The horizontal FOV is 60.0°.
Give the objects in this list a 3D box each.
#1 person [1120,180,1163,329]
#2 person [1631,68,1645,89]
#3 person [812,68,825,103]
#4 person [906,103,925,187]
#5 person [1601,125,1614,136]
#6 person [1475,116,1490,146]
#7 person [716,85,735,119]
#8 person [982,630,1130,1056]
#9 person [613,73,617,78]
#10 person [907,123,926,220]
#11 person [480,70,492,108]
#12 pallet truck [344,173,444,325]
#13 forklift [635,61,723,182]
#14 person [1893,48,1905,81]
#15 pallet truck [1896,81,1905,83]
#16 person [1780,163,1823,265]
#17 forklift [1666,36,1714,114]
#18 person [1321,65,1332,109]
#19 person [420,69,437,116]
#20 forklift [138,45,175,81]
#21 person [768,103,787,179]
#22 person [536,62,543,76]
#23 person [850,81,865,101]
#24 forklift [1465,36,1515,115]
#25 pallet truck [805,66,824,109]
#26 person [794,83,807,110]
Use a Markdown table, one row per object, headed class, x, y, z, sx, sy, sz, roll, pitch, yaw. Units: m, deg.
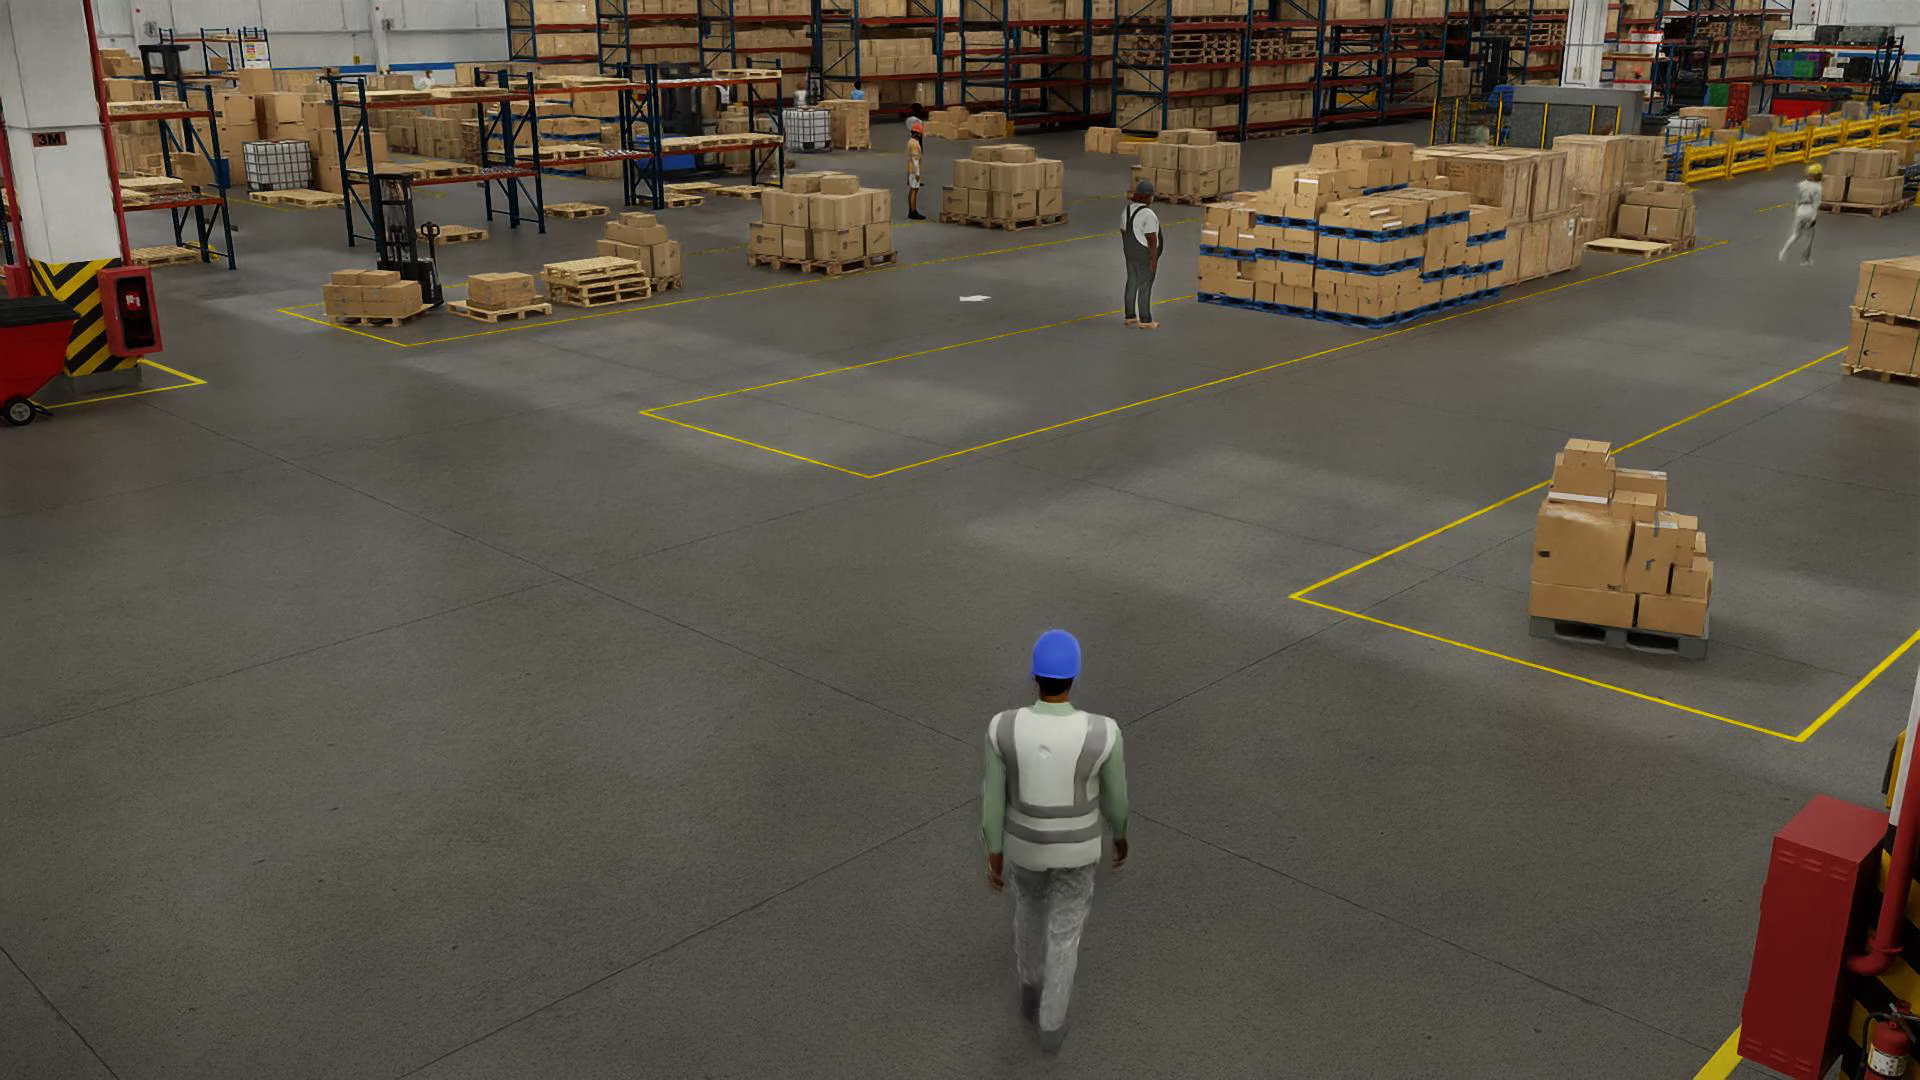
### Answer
| class | x | y | z | sx | sy | sz | roll | pitch | yaw |
| --- | --- | --- | --- | --- | --- | --- | --- | --- | --- |
| person | 2.549 | -3.958 | 23.018 | 0.539 | 2.000 | 0.688 | -10 | 21 | -29 |
| person | 22.494 | -14.619 | 55.168 | 0.647 | 2.016 | 0.793 | -16 | 24 | -40 |
| person | -5.148 | -16.450 | 60.968 | 0.429 | 1.843 | 0.631 | 13 | 22 | 33 |
| person | -1.063 | -9.378 | 39.488 | 0.371 | 1.958 | 0.598 | -12 | 22 | -33 |
| person | 14.447 | -8.515 | 37.394 | 0.506 | 1.619 | 0.521 | 14 | 23 | 37 |
| person | 12.599 | -9.480 | 40.345 | 0.521 | 1.604 | 0.851 | -16 | 24 | -40 |
| person | -7.653 | -14.170 | 54.062 | 1.006 | 1.869 | 0.592 | 10 | 21 | 29 |
| person | 0.446 | 1.291 | 7.392 | 0.617 | 1.921 | 0.748 | 5 | 19 | 15 |
| person | -11.024 | -14.060 | 53.613 | 0.627 | 1.940 | 0.372 | 3 | 19 | 9 |
| person | -0.899 | -7.519 | 33.923 | 0.369 | 1.929 | 0.542 | -4 | 19 | -12 |
| person | -15.478 | -14.477 | 54.820 | 0.904 | 1.961 | 0.653 | 9 | 20 | 25 |
| pallet truck | -8.209 | -4.181 | 23.757 | 0.823 | 1.965 | 1.885 | 3 | 19 | 9 |
| forklift | -6.952 | -10.270 | 40.722 | 1.129 | 2.768 | 1.873 | 17 | 25 | 41 |
| person | 45.414 | -22.863 | 80.425 | 0.324 | 1.752 | 0.562 | 4 | 19 | 11 |
| pallet truck | 34.802 | -16.331 | 61.455 | 0.653 | 1.274 | 1.630 | 17 | 25 | 41 |
| person | 14.317 | -5.509 | 28.172 | 0.602 | 1.728 | 0.494 | -9 | 20 | -26 |
| forklift | 27.341 | -17.291 | 61.877 | 1.129 | 2.768 | 1.873 | 17 | 25 | 41 |
| person | 13.825 | -16.945 | 62.578 | 0.533 | 1.767 | 0.326 | 13 | 22 | 34 |
| person | -17.972 | -15.053 | 56.645 | 0.864 | 1.904 | 0.651 | 12 | 22 | 31 |
| forklift | -25.348 | -14.259 | 52.741 | 1.129 | 2.768 | 1.873 | 3 | 19 | 10 |
| person | -4.554 | -9.894 | 41.214 | 0.499 | 1.867 | 0.585 | -17 | 25 | -41 |
| person | -15.784 | -16.849 | 62.048 | 0.598 | 1.917 | 0.567 | 14 | 23 | 37 |
| person | -3.267 | -13.849 | 53.356 | 0.536 | 1.697 | 0.318 | 10 | 21 | 28 |
| forklift | 19.973 | -17.201 | 61.605 | 1.873 | 2.768 | 1.129 | 16 | 24 | 40 |
| pallet truck | -4.812 | -15.182 | 56.903 | 0.823 | 1.965 | 1.885 | -9 | 21 | -26 |
| person | -5.181 | -14.102 | 54.274 | 0.515 | 1.593 | 0.860 | -10 | 21 | -28 |
